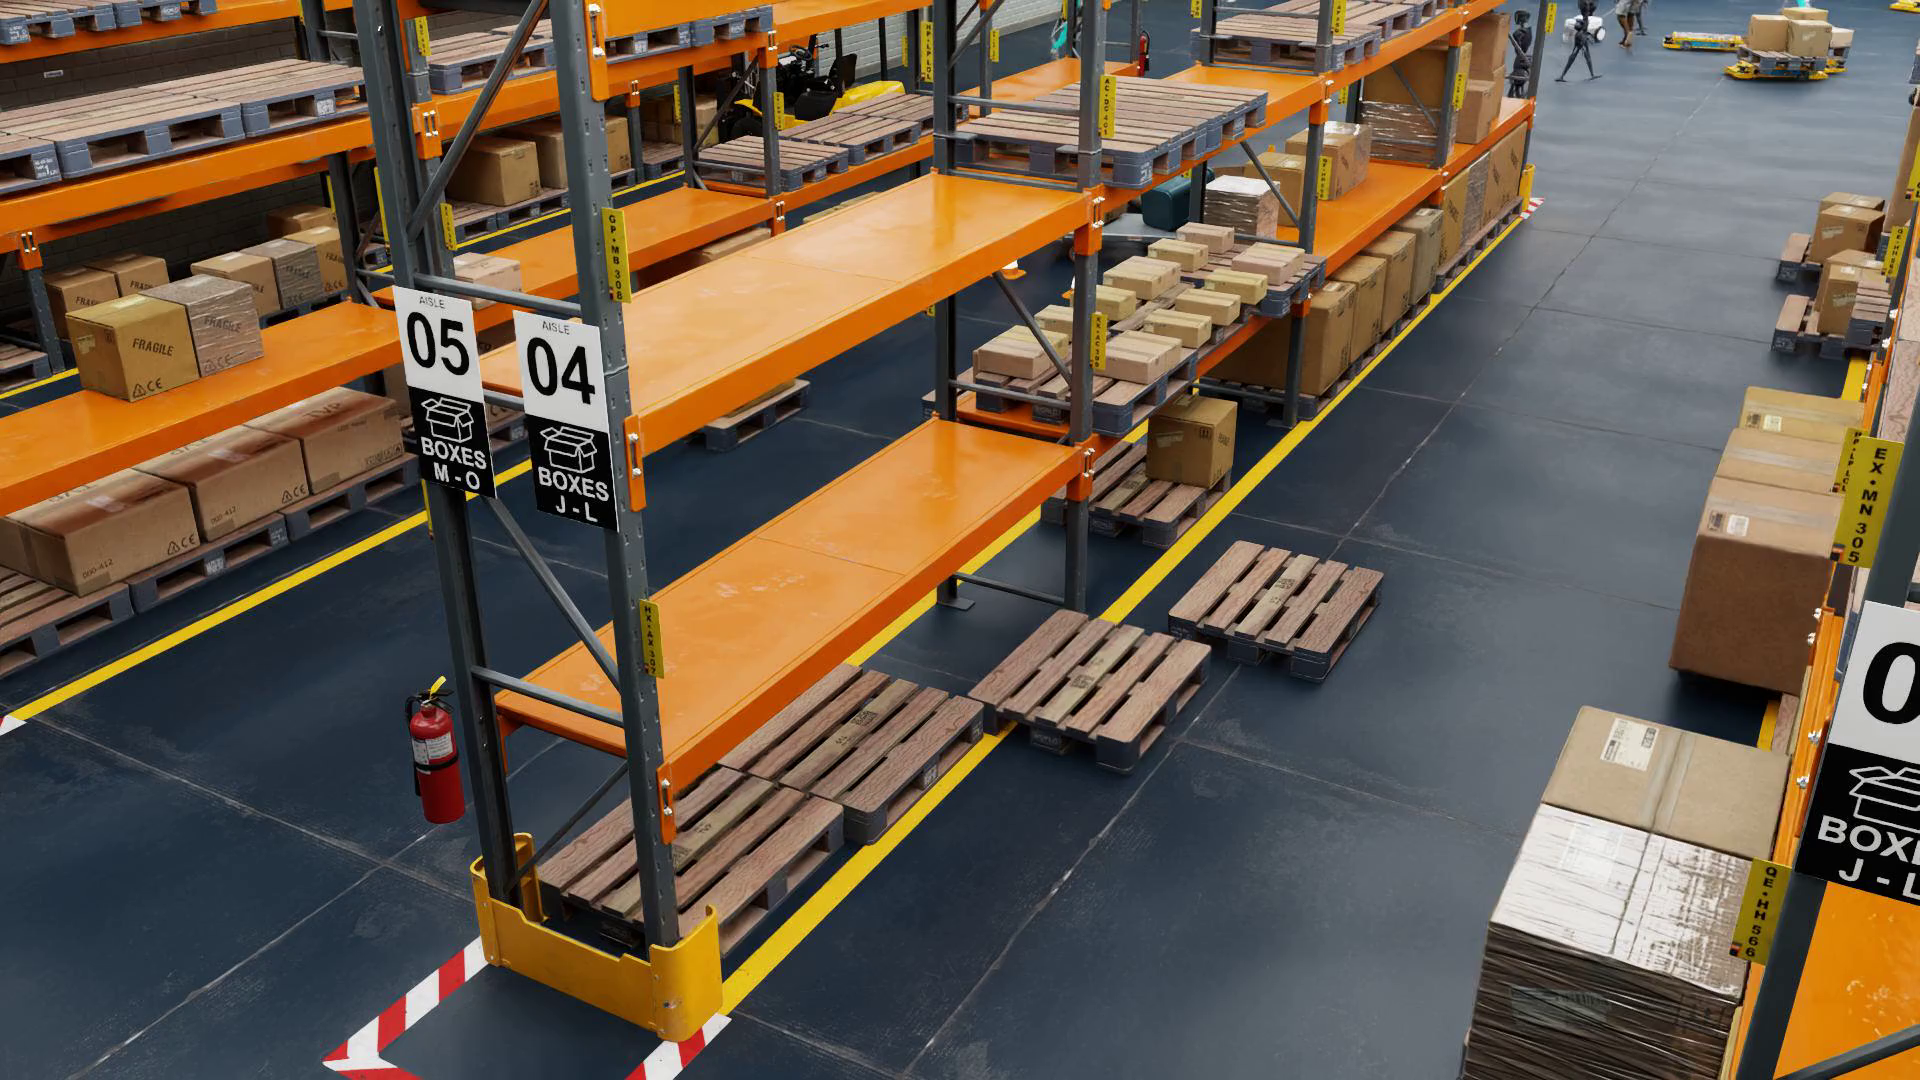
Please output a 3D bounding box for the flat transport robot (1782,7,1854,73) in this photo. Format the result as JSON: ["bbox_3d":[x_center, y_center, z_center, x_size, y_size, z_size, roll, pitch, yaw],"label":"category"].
[{"bbox_3d":[14.164,-8.103,28.179,0.659,0.231,1.431,-11,28,-22],"label":"flat transport robot"}]

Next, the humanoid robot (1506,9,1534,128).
[{"bbox_3d":[7.960,-6.724,23.737,0.692,1.639,0.609,12,28,24],"label":"humanoid robot"}]

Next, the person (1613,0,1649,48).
[{"bbox_3d":[12.002,-9.724,29.622,0.600,1.924,0.703,0,26,-1],"label":"person"}]

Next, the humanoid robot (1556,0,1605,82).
[{"bbox_3d":[10.113,-8.209,26.812,0.757,1.622,0.614,9,27,18],"label":"humanoid robot"}]

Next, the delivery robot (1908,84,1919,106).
[{"bbox_3d":[14.774,-6.752,25.027,0.754,0.581,0.499,0,26,1],"label":"delivery robot"}]

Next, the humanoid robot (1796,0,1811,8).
[{"bbox_3d":[15.973,-10.441,31.478,0.763,1.895,0.543,4,26,8],"label":"humanoid robot"}]

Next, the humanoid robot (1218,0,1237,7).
[{"bbox_3d":[5.632,-11.958,34.512,0.879,1.778,0.546,-9,27,-17],"label":"humanoid robot"}]

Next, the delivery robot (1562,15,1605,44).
[{"bbox_3d":[11.476,-9.439,30.605,0.758,0.577,0.499,-16,30,-29],"label":"delivery robot"}]

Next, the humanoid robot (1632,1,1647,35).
[{"bbox_3d":[12.826,-10.341,31.225,0.420,1.639,0.610,20,32,36],"label":"humanoid robot"}]

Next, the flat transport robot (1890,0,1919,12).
[{"bbox_3d":[20.027,-11.096,34.399,1.431,0.231,0.659,-13,28,-24],"label":"flat transport robot"}]

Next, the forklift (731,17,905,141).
[{"bbox_3d":[-1.819,-5.975,21.543,2.313,2.155,1.214,14,29,26],"label":"forklift"}]

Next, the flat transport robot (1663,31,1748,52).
[{"bbox_3d":[13.460,-8.978,29.998,1.431,0.231,0.659,10,27,20],"label":"flat transport robot"}]

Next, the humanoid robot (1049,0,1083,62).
[{"bbox_3d":[1.647,-8.233,26.800,0.782,1.822,0.530,-16,30,-30],"label":"humanoid robot"}]

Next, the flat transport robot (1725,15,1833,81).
[{"bbox_3d":[13.494,-7.761,27.469,1.431,0.231,0.659,2,26,3],"label":"flat transport robot"}]
